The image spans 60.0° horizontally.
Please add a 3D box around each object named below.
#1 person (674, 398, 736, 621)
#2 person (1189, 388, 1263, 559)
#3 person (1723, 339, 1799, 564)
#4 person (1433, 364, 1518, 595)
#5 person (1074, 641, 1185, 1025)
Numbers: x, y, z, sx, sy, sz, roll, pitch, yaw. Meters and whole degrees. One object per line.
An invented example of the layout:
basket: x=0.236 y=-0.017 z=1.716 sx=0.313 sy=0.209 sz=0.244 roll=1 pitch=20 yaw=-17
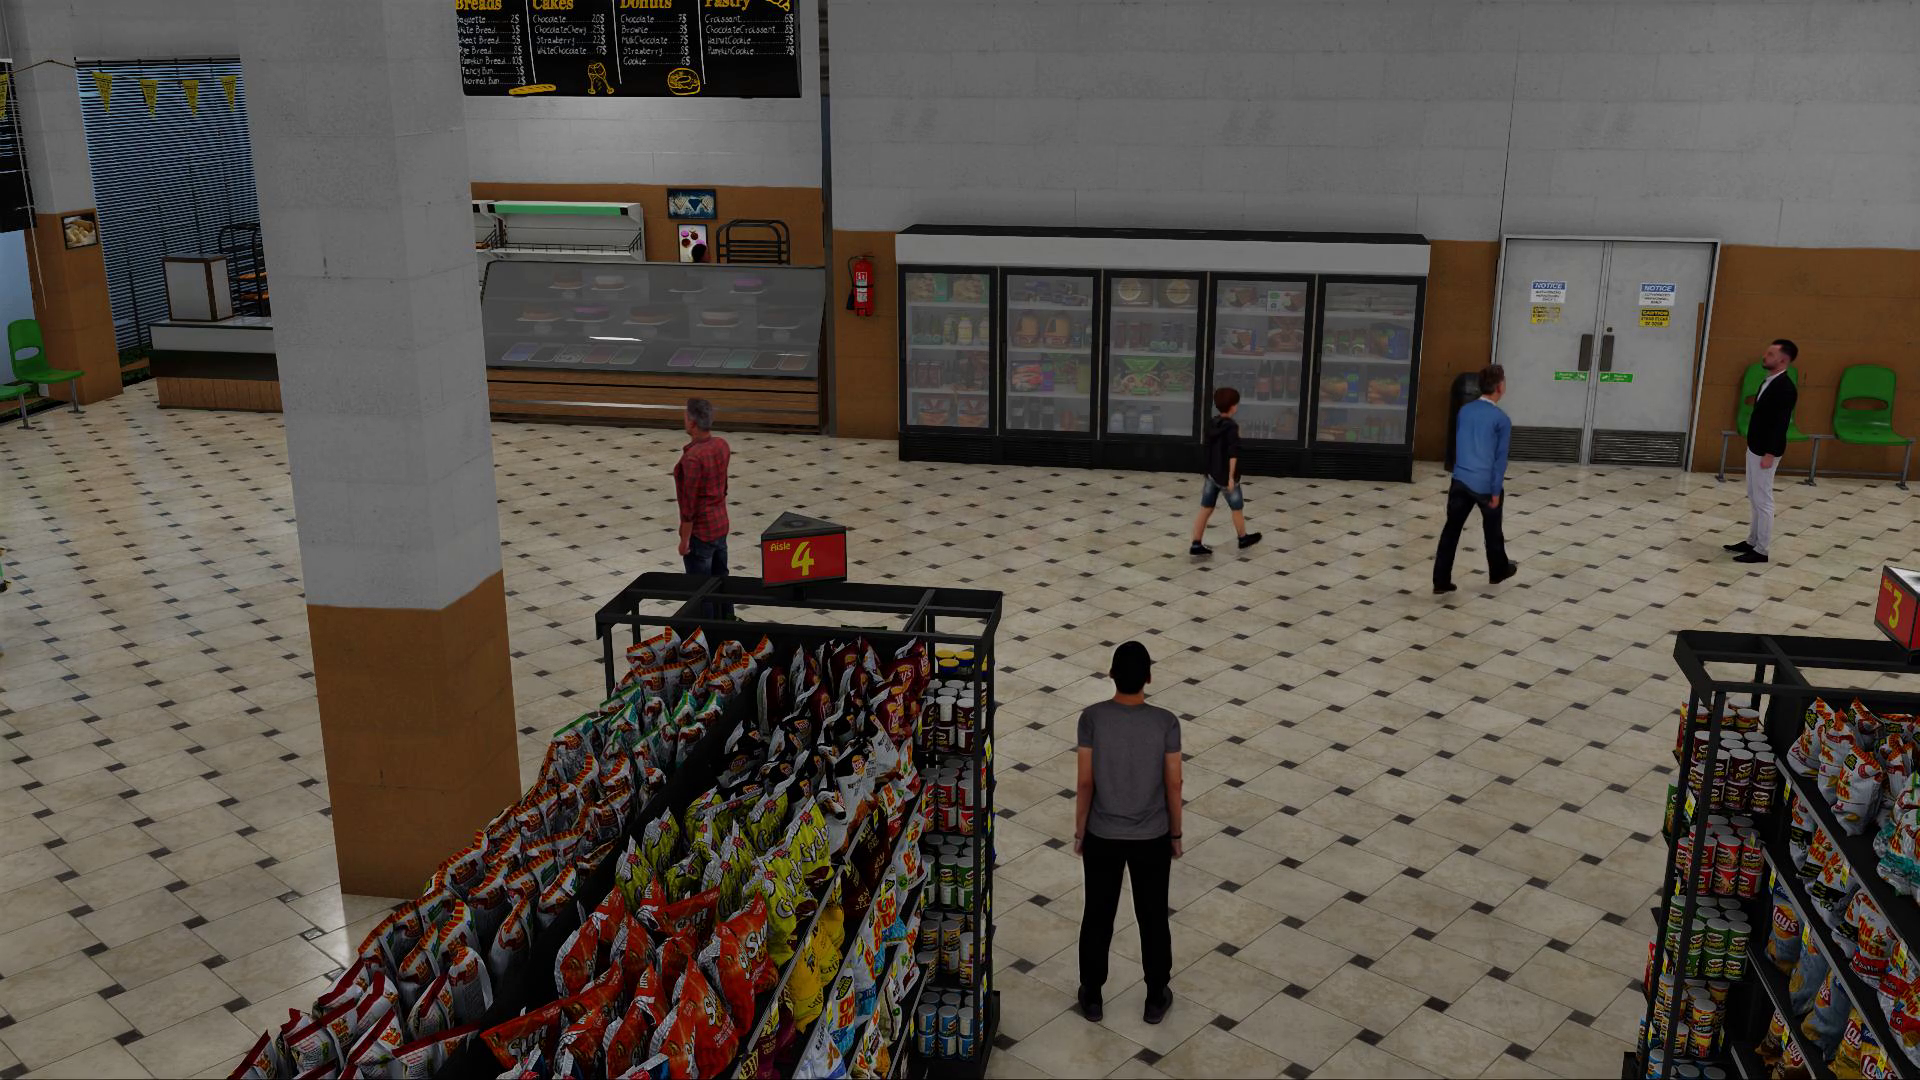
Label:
person: x=-1.756 y=-0.083 z=11.482 sx=0.789 sy=1.831 sz=0.571 roll=7 pitch=18 yaw=22
person: x=2.096 y=-0.513 z=13.624 sx=0.996 sy=1.408 sz=0.940 roll=-11 pitch=20 yaw=-33
person: x=6.603 y=-0.733 z=13.600 sx=0.721 sy=1.845 sz=0.504 roll=4 pitch=17 yaw=13
person: x=3.885 y=-0.418 z=12.688 sx=1.242 sy=1.771 sz=1.140 roll=-13 pitch=21 yaw=-37
person: x=0.722 y=1.261 z=7.185 sx=0.627 sy=1.755 sz=0.551 roll=2 pitch=17 yaw=6
